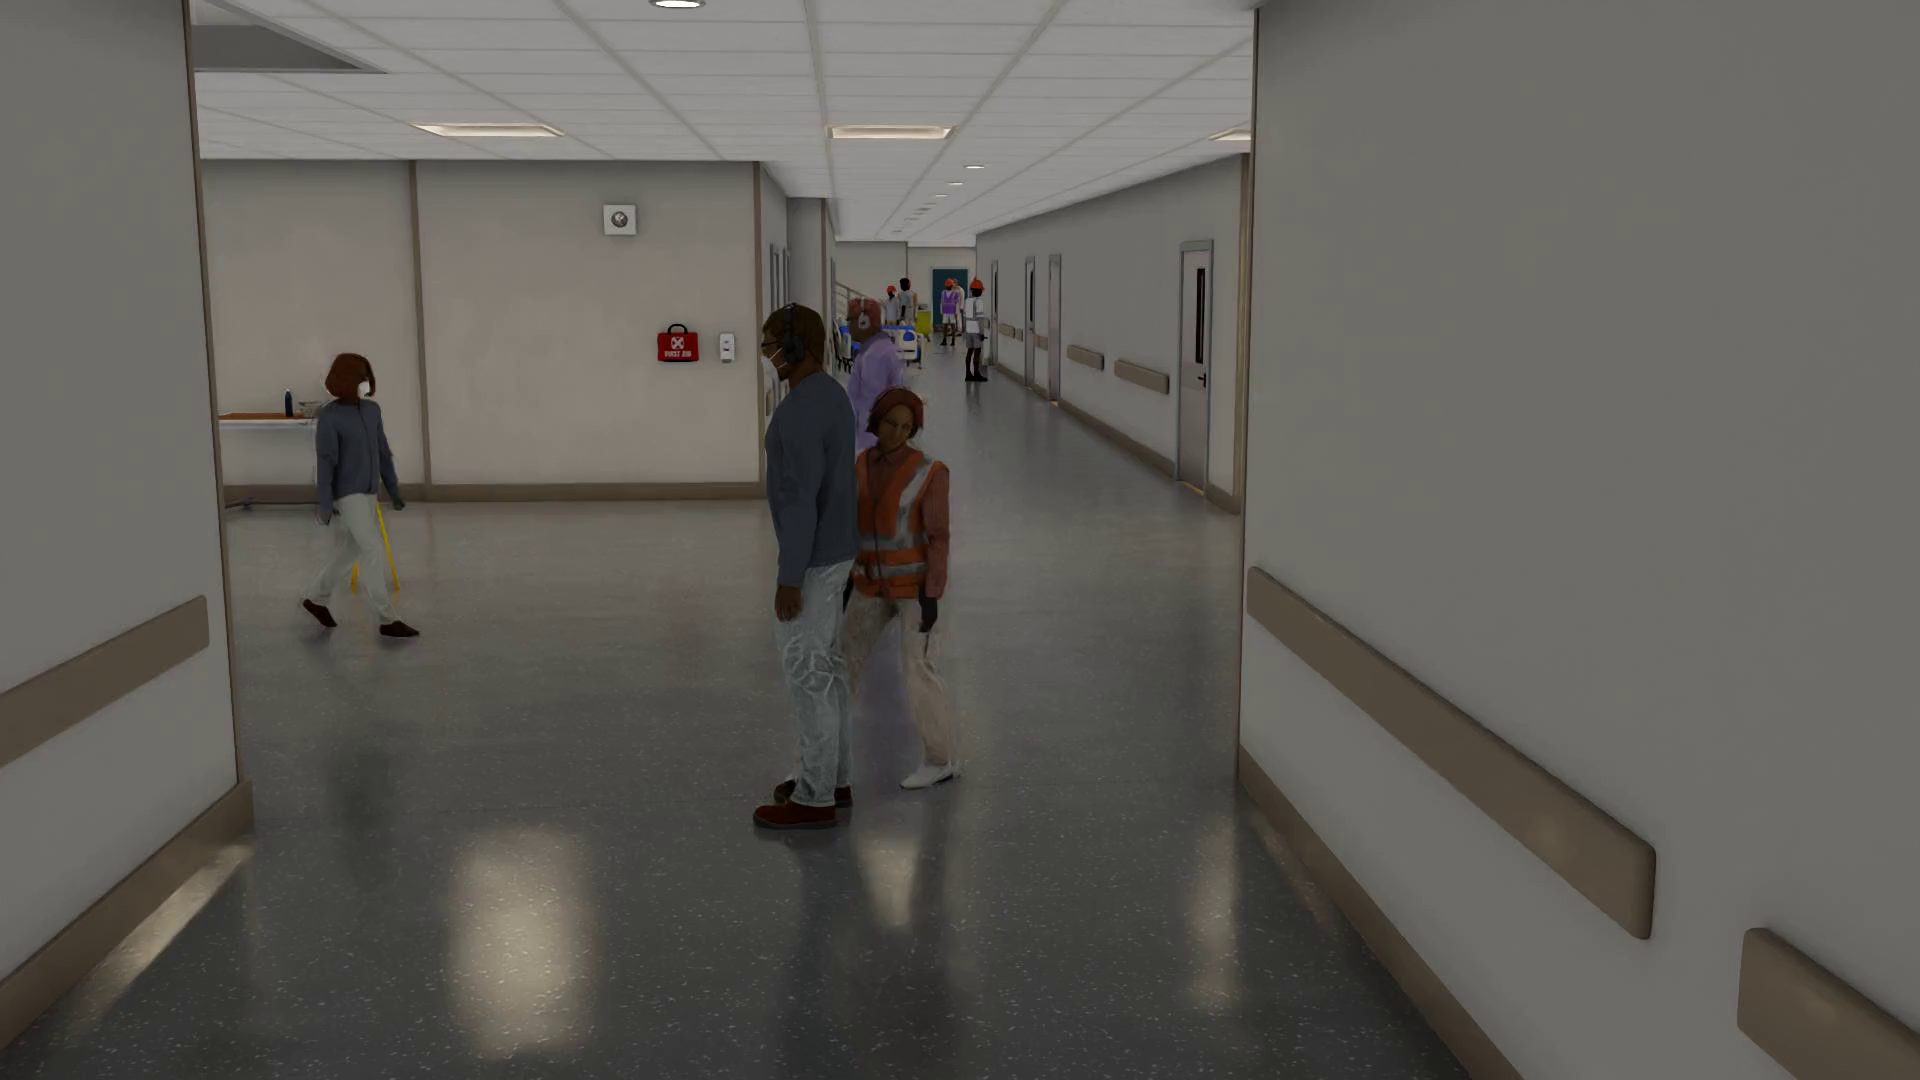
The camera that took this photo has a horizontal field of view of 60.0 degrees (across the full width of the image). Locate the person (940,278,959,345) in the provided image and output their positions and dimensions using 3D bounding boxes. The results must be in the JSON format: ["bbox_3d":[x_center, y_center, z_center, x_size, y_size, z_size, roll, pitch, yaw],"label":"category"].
[{"bbox_3d":[-0.317,-6.569,47.953,0.543,1.928,0.374,3,9,16],"label":"person"}]

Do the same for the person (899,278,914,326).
[{"bbox_3d":[-1.407,-5.851,43.372,0.387,1.954,0.610,3,10,18],"label":"person"}]

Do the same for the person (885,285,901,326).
[{"bbox_3d":[-1.812,-5.885,44.204,0.341,1.749,0.572,-9,13,-44],"label":"person"}]

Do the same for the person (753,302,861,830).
[{"bbox_3d":[-0.560,0.094,6.143,0.383,1.928,0.636,1,9,5],"label":"person"}]

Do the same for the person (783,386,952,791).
[{"bbox_3d":[-0.325,0.219,6.395,0.571,1.592,0.672,5,10,29],"label":"person"}]

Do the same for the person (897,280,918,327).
[{"bbox_3d":[-1.399,-5.948,44.024,0.550,1.935,0.376,2,9,10],"label":"person"}]

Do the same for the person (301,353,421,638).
[{"bbox_3d":[-3.427,-0.257,9.352,0.807,1.598,0.498,2,9,13],"label":"person"}]

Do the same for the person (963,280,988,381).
[{"bbox_3d":[0.303,-3.995,31.773,0.363,1.934,0.553,-6,11,-35],"label":"person"}]

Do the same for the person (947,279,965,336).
[{"bbox_3d":[-0.156,-7.703,55.150,0.642,1.905,0.399,8,12,40],"label":"person"}]
